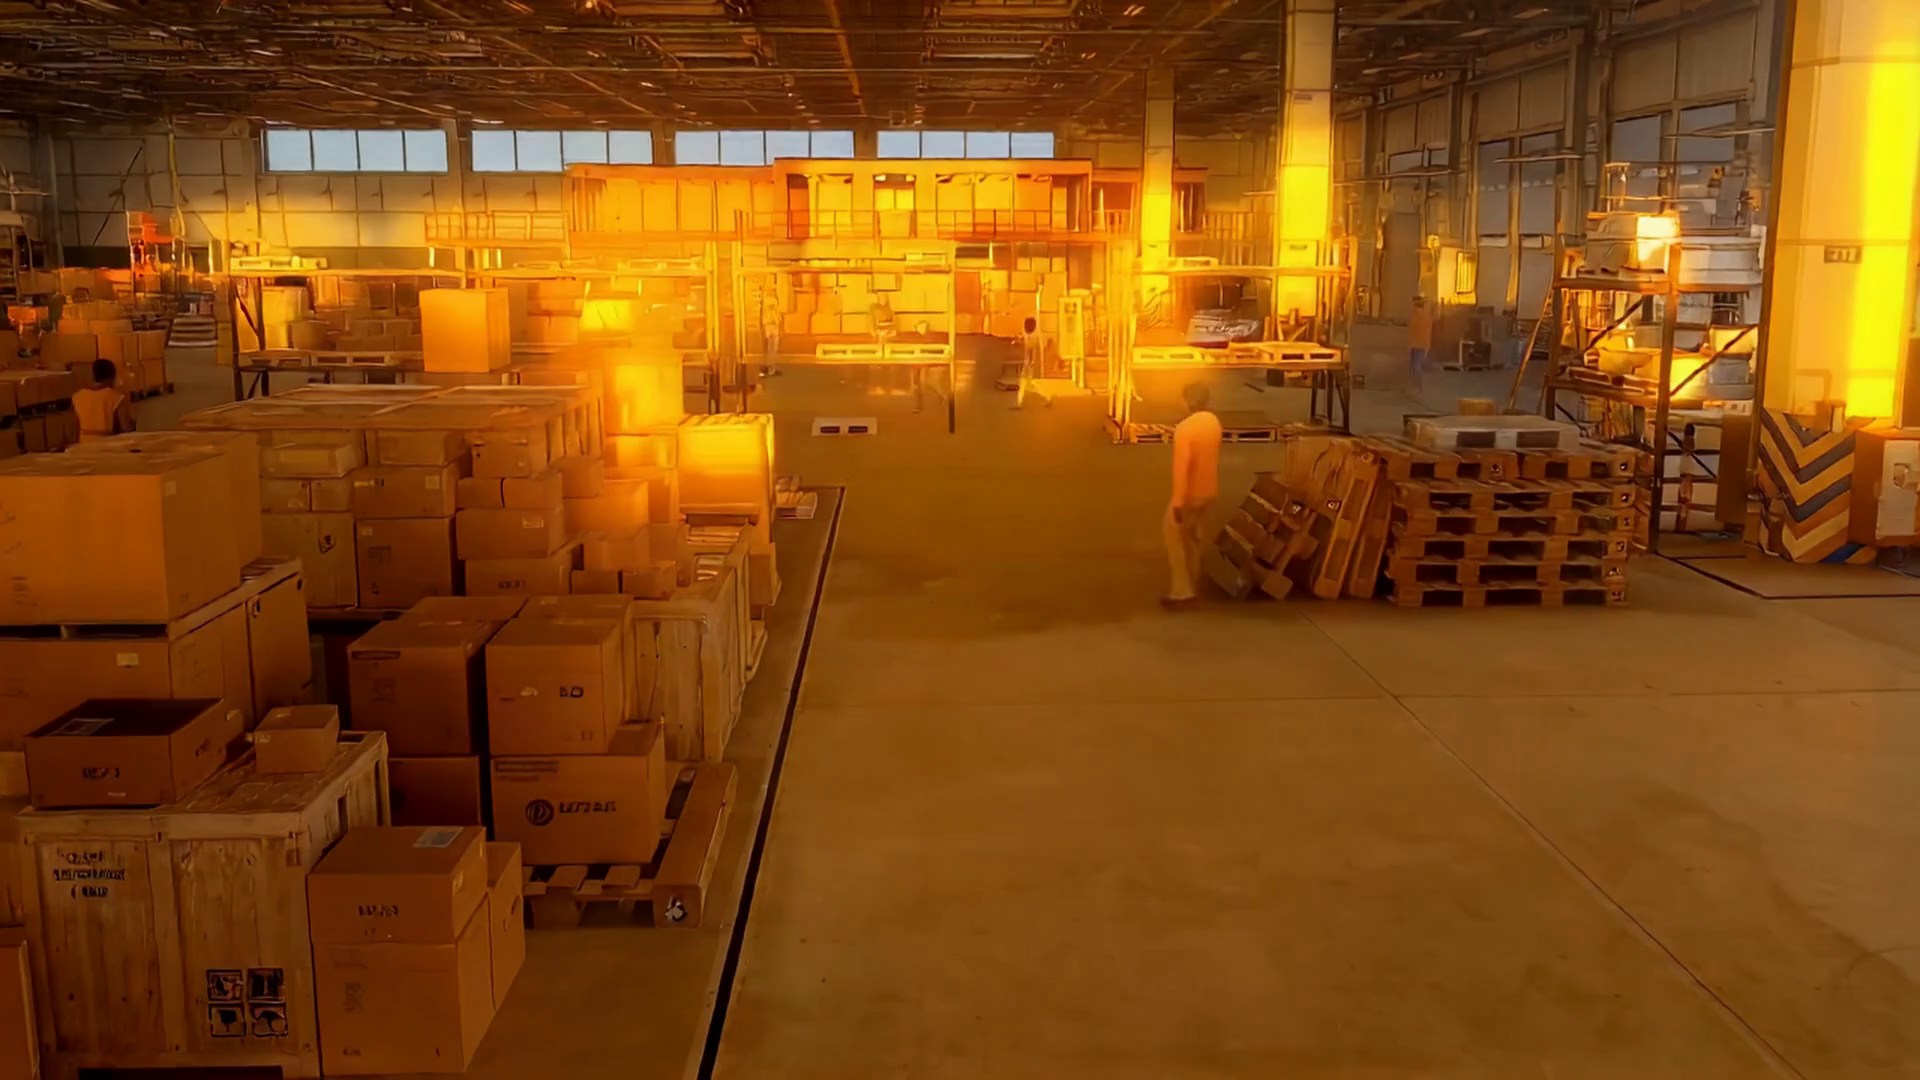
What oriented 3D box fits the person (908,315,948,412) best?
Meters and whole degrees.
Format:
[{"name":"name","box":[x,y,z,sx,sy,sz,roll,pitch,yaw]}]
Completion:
[{"name":"person","box":[-0.577,-3.149,29.682,0.665,1.743,0.533,-1,10,-7]}]

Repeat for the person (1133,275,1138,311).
[{"name":"person","box":[6.778,-9.658,65.255,0.623,1.990,0.392,-8,13,-37]}]

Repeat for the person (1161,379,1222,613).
[{"name":"person","box":[1.865,-0.364,13.698,0.494,1.915,0.661,8,13,39]}]

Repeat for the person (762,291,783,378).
[{"name":"person","box":[-4.174,-4.585,37.177,0.388,1.926,0.590,5,11,26]}]

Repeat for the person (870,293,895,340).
[{"name":"person","box":[-1.909,-5.107,40.416,0.629,1.816,0.864,-9,14,-42]}]

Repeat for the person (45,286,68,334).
[{"name":"person","box":[-24.258,-5.897,44.706,0.673,1.845,0.552,9,13,40]}]

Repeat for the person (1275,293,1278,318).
[{"name":"person","box":[9.224,-6.441,47.529,0.570,1.926,0.550,7,12,34]}]

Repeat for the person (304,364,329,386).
[{"name":"person","box":[-6.252,-0.810,16.430,0.536,1.839,0.328,5,11,25]}]

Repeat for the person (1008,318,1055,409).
[{"name":"person","box":[1.336,-3.208,30.242,0.836,1.665,0.537,2,10,11]}]

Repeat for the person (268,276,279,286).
[{"name":"person","box":[-21.256,-7.228,51.581,0.608,2.044,0.373,-2,10,-10]}]

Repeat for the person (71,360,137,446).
[{"name":"person","box":[-8.478,-0.854,16.579,0.587,1.857,1.037,3,11,16]}]

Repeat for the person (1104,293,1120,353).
[{"name":"person","box":[3.422,-4.503,36.767,0.587,1.918,0.407,-6,12,-32]}]

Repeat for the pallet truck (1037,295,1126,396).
[{"name":"pallet truck","box":[2.483,-3.881,33.060,1.885,1.965,0.823,-7,13,-36]}]

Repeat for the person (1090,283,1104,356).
[{"name":"person","box":[3.641,-5.868,44.265,0.391,1.949,0.602,1,10,5]}]

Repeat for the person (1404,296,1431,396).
[{"name":"person","box":[8.995,-3.813,32.744,0.524,1.970,0.649,-3,11,-17]}]

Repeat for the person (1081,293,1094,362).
[{"name":"person","box":[3.143,-5.352,41.972,0.487,1.741,0.313,8,13,38]}]

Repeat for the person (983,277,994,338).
[{"name":"person","box":[0.904,-7.306,52.351,0.368,1.932,0.623,0,10,0]}]

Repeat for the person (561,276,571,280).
[{"name":"person","box":[-17.719,-11.335,75.032,0.587,1.854,0.906,-1,10,-5]}]
